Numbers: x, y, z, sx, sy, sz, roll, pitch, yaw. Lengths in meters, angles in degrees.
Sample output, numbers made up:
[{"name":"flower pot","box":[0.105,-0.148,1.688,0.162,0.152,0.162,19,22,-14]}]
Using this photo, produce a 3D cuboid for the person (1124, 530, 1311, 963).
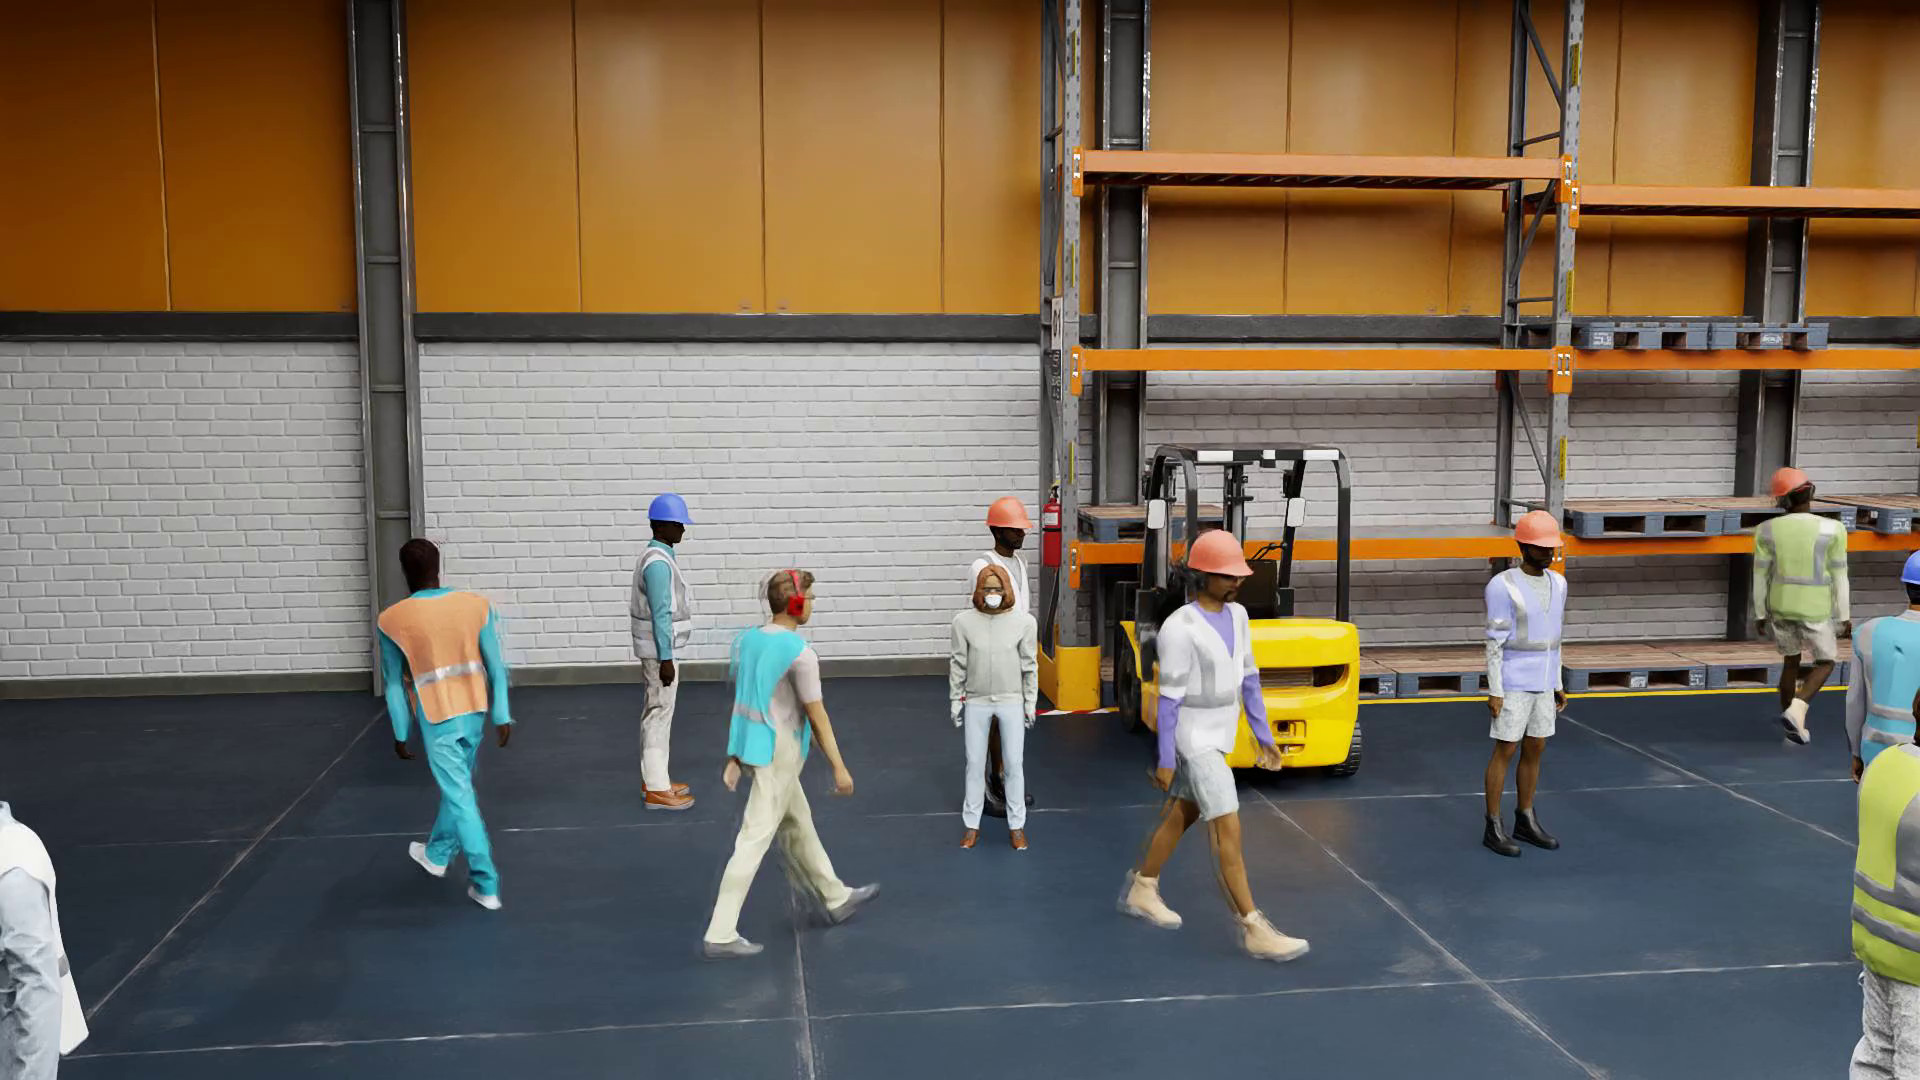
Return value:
[{"name":"person","box":[1.191,0.936,7.866,1.050,1.987,0.632,5,8,37]}]

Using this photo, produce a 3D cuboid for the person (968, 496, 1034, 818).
[{"name":"person","box":[0.274,0.699,10.142,0.375,1.939,0.546,4,8,31]}]

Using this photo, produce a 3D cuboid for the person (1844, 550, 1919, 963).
[{"name":"person","box":[4.313,0.996,7.503,0.396,1.946,0.617,-4,7,-28]}]

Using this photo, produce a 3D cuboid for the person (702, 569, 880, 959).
[{"name":"person","box":[-0.809,1.033,7.847,1.025,1.784,0.577,-4,8,-32]}]

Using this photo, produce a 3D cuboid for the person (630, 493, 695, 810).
[{"name":"person","box":[-1.833,0.678,10.300,0.400,1.943,0.613,-1,7,-13]}]

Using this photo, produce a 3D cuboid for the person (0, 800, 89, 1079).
[{"name":"person","box":[-2.537,1.370,4.377,0.589,1.915,0.398,6,9,41]}]

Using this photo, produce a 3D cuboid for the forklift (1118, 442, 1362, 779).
[{"name":"forklift","box":[1.912,0.418,11.496,1.214,2.155,2.313,-1,7,-8]}]

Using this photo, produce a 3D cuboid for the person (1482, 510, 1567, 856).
[{"name":"person","box":[3.194,0.795,9.314,0.552,1.935,0.374,-3,7,-26]}]

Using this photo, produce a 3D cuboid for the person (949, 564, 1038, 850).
[{"name":"person","box":[0.190,0.940,9.402,0.502,1.627,0.272,1,7,4]}]

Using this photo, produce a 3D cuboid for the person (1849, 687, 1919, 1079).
[{"name":"person","box":[3.020,1.321,5.182,0.431,1.835,0.623,1,7,6]}]

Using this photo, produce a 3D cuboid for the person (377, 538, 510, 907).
[{"name":"person","box":[-2.691,0.920,8.605,0.604,1.844,0.981,-6,9,-43]}]

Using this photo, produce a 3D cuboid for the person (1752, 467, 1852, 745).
[{"name":"person","box":[5.922,0.487,11.718,0.651,2.001,0.642,6,9,45]}]
